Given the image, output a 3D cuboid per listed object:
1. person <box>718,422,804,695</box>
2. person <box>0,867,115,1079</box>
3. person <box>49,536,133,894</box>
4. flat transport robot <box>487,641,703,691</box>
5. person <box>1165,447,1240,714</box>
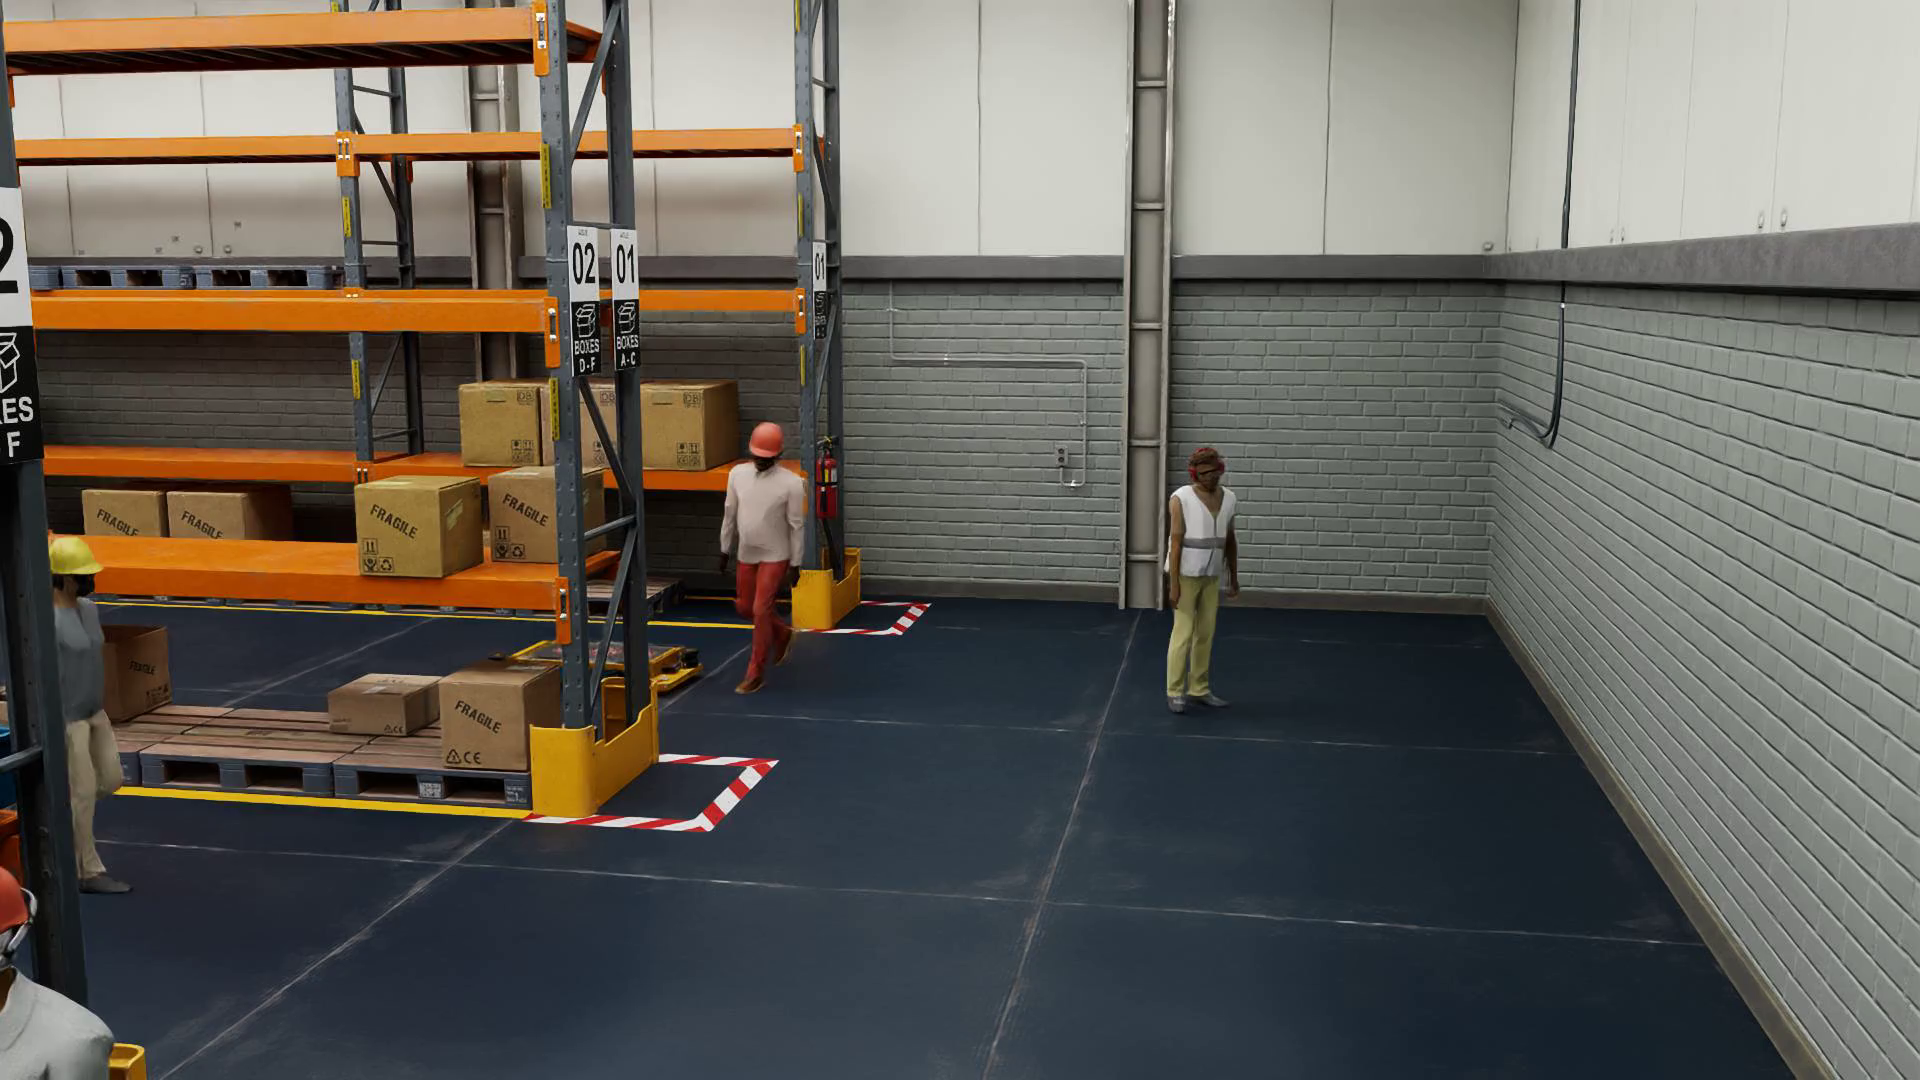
[{"bbox_3d":[-1.369,0.101,11.953,0.676,1.945,0.732,5,10,27],"label":"person"},{"bbox_3d":[-2.111,1.537,3.641,0.568,1.749,0.338,2,9,15],"label":"person"},{"bbox_3d":[-4.281,0.844,7.954,0.501,1.751,0.530,0,9,2],"label":"person"},{"bbox_3d":[-2.673,0.905,12.143,1.431,0.197,0.652,2,9,12],"label":"flat transport robot"},{"bbox_3d":[1.611,0.269,11.283,0.667,1.826,0.427,-6,11,-35],"label":"person"}]
